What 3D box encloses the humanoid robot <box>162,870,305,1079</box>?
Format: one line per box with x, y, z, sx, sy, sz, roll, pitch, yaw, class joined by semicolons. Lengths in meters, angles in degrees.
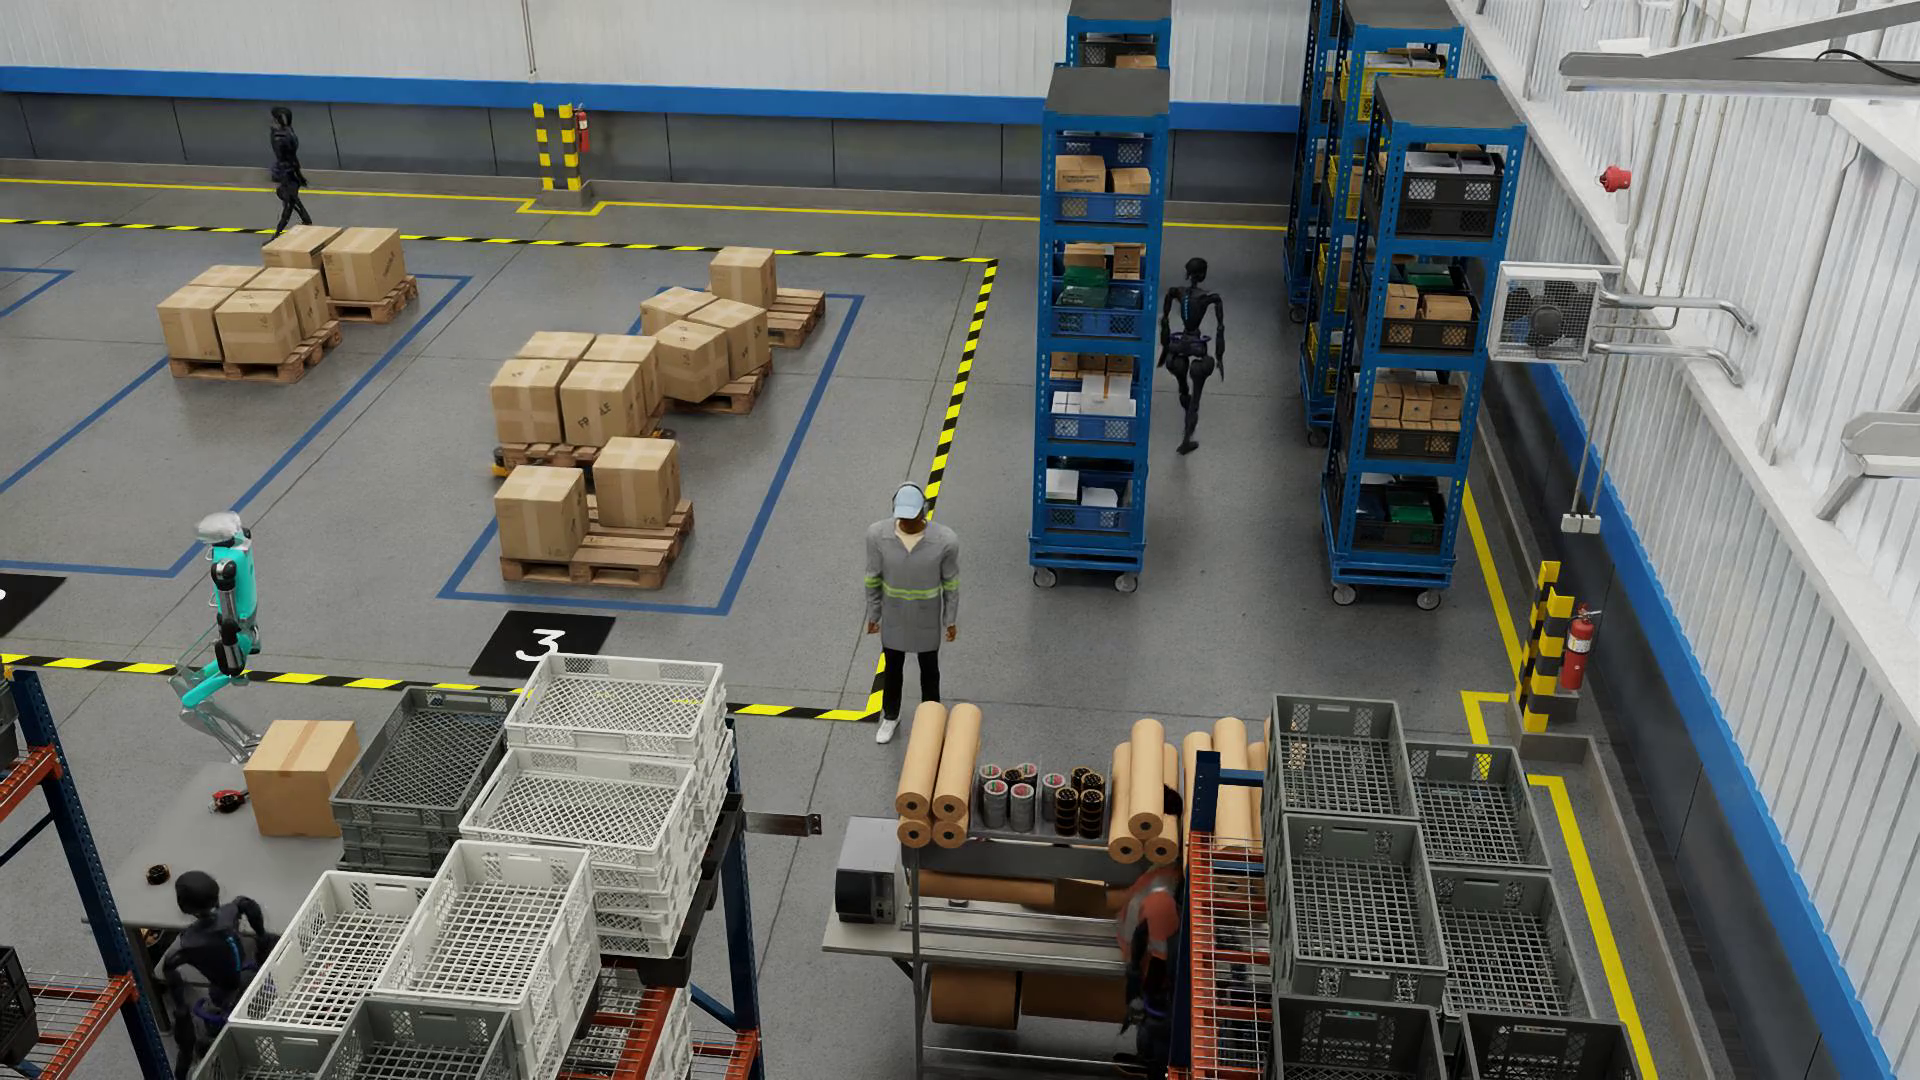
-3.275;2.168;7.576;0.687;1.635;0.612;13;33;21;humanoid robot

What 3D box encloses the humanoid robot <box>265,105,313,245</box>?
-7.321;-3.905;18.052;0.784;1.637;0.609;-2;30;-3;humanoid robot

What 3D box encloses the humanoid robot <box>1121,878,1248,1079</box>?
0.989;2.231;7.446;0.606;1.647;0.462;12;32;19;humanoid robot

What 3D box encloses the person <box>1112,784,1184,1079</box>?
0.894;1.920;7.696;0.372;1.958;0.600;7;31;11;person

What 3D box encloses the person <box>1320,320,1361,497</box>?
3.115;-1.091;12.904;0.369;1.932;0.620;-4;30;-6;person

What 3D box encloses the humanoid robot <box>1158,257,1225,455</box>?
1.975;-1.587;14.015;0.616;1.624;0.666;17;34;26;humanoid robot

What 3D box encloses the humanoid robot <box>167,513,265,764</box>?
-4.523;0.618;10.021;0.735;1.674;0.533;-5;31;-8;humanoid robot

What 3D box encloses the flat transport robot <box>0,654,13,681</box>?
-7.142;0.969;11.010;1.431;0.231;0.659;3;30;6;flat transport robot

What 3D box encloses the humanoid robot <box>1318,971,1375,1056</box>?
1.840;2.444;7.058;0.882;1.782;0.568;4;30;7;humanoid robot

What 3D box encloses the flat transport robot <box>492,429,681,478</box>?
-3.120;-0.739;13.916;1.431;0.197;0.652;3;30;6;flat transport robot

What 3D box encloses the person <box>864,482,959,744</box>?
-0.305;0.474;10.302;0.590;1.852;0.439;3;30;6;person
